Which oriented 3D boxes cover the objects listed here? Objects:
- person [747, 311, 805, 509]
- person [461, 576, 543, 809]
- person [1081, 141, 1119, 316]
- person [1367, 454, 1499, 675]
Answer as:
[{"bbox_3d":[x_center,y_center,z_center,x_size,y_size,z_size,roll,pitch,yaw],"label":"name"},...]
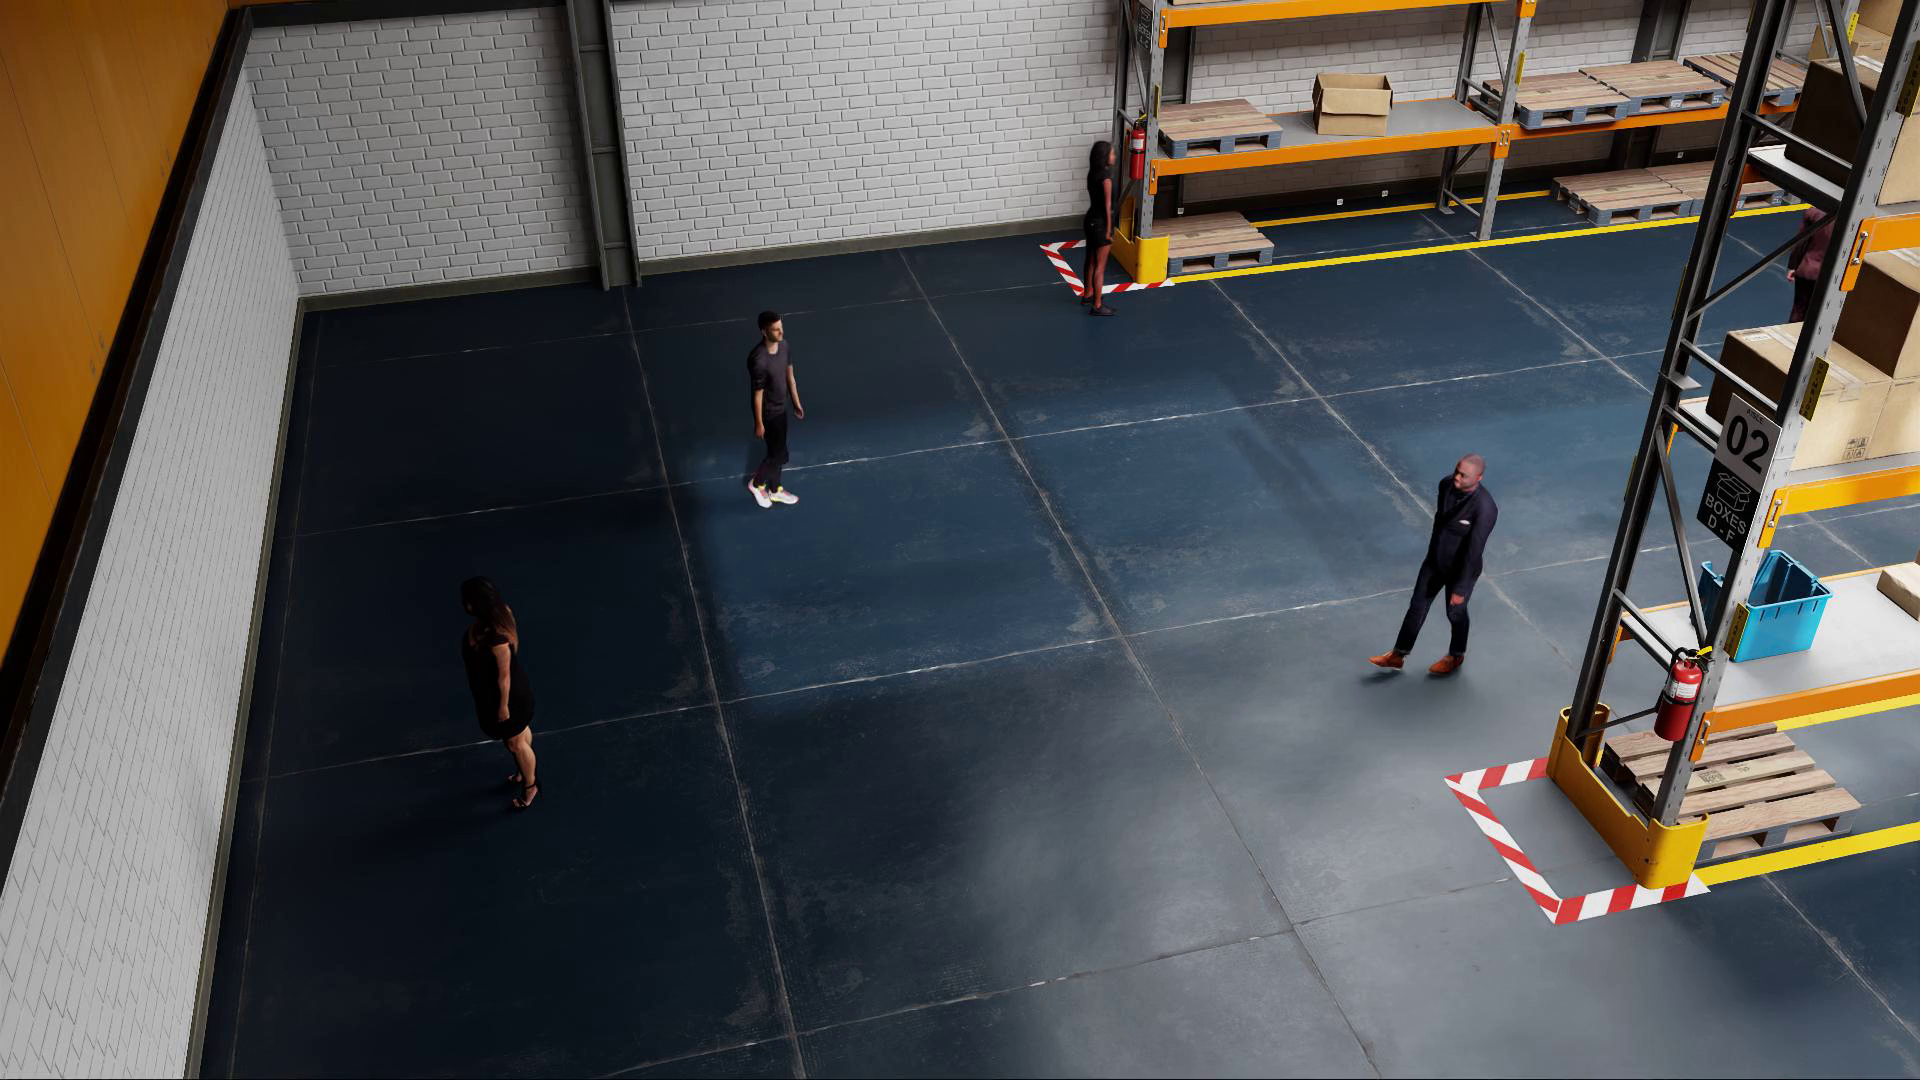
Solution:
[{"bbox_3d":[-1.579,-1.056,13.370,0.837,1.753,0.792,13,36,18],"label":"person"},{"bbox_3d":[-2.846,0.946,10.390,0.573,1.717,0.652,-9,35,-13],"label":"person"},{"bbox_3d":[1.373,-3.092,16.442,0.506,1.742,0.595,-9,35,-13],"label":"person"},{"bbox_3d":[3.463,0.177,11.477,1.011,1.794,0.821,-13,36,-19],"label":"person"}]
